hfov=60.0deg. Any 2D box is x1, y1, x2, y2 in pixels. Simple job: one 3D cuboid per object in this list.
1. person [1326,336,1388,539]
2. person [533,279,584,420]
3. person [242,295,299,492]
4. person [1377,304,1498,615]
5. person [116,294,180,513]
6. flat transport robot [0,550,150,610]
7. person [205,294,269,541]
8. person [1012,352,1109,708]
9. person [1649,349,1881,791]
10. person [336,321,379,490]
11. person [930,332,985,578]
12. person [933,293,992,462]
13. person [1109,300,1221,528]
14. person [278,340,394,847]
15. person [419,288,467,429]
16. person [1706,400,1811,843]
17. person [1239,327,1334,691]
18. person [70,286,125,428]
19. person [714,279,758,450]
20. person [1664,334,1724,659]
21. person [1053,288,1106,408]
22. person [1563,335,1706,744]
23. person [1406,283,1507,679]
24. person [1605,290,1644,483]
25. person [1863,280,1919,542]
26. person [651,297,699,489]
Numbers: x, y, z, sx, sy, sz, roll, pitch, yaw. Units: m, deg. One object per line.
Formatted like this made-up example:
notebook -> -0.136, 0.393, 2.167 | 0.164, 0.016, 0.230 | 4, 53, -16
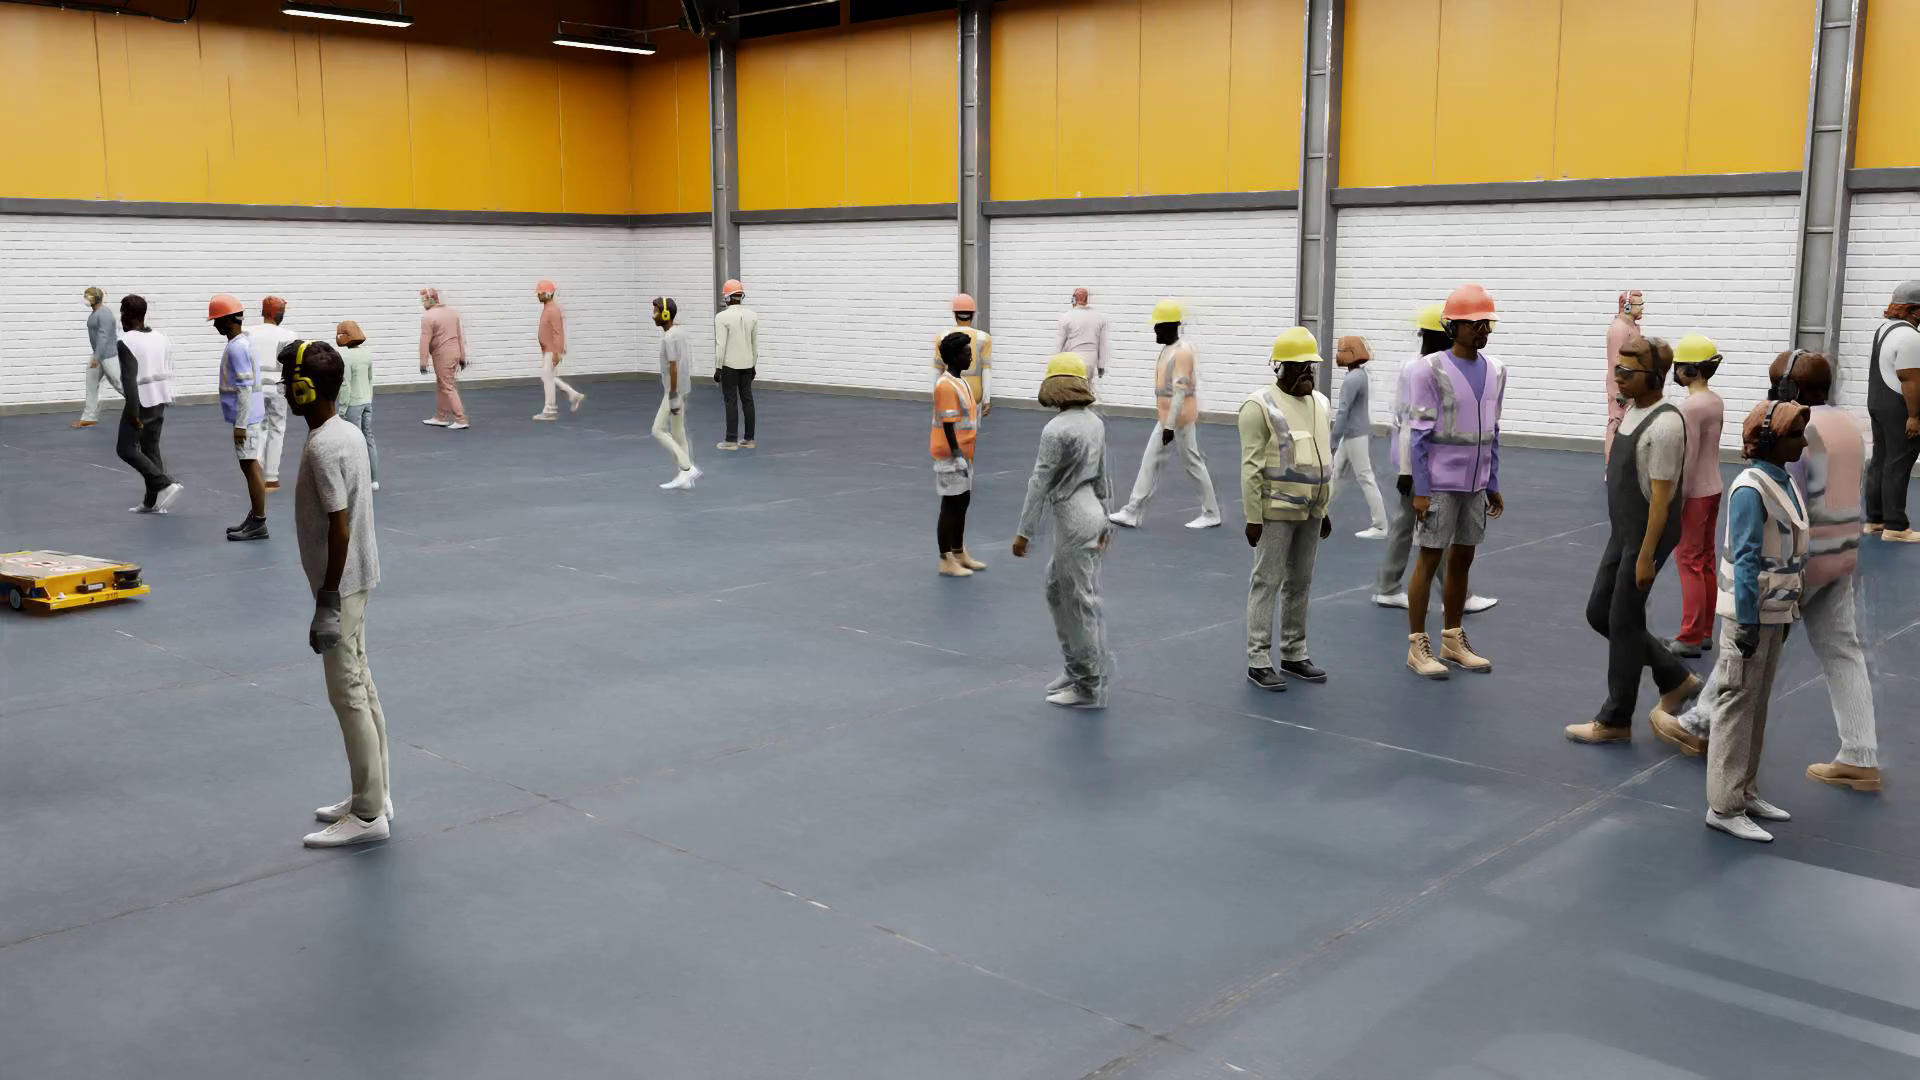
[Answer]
person -> 3.016, -0.810, 13.130 | 0.839, 1.582, 0.524 | 3, 10, 20
person -> -5.705, -2.680, 23.459 | 0.675, 1.978, 0.622 | -5, 10, -26
person -> -6.574, -1.391, 15.857 | 0.614, 1.870, 0.411 | -1, 9, -4
person -> 2.957, -0.484, 10.188 | 0.779, 1.899, 0.615 | 3, 10, 20
person -> -7.014, -1.157, 14.328 | 0.477, 1.903, 0.596 | 2, 9, 10
flat transport robot -> -5.962, 0.244, 10.731 | 1.431, 0.197, 0.652 | 6, 11, 31
person -> -5.644, -0.954, 13.010 | 0.385, 1.927, 0.545 | -3, 10, -20
person -> 0.520, -0.046, 8.056 | 0.479, 1.710, 0.510 | 5, 10, 26
person -> 3.459, 0.104, 6.953 | 0.640, 1.785, 0.973 | -6, 11, -32
person -> -5.739, -1.261, 15.788 | 0.265, 1.631, 0.508 | 2, 9, 12
person -> -0.030, -0.590, 11.487 | 0.324, 1.696, 0.568 | 2, 10, 14
person -> 0.027, -1.402, 15.878 | 0.557, 1.896, 0.996 | 0, 9, 0
person -> 1.694, -0.998, 13.472 | 1.005, 1.862, 0.594 | -2, 9, -13
person -> -2.306, 0.198, 6.135 | 0.315, 1.865, 0.526 | -2, 9, -11
person -> -6.901, -2.385, 21.981 | 0.810, 1.862, 0.672 | 3, 10, 17
person -> 3.000, 0.292, 6.251 | 0.307, 1.640, 0.520 | 7, 12, 38
person -> 1.675, -0.161, 8.435 | 0.600, 1.831, 0.404 | -7, 12, -36
person -> -11.441, -2.457, 22.346 | 0.631, 1.903, 0.984 | 9, 13, 42
person -> -2.640, -2.057, 19.566 | 0.381, 1.994, 0.622 | 8, 12, 42
person -> 3.991, -0.238, 9.113 | 0.330, 1.767, 0.528 | 8, 12, 41
person -> 1.443, -2.209, 20.835 | 0.654, 1.877, 0.797 | -5, 11, -29
person -> 3.020, 0.013, 7.354 | 0.542, 1.834, 0.541 | 1, 9, 5
person -> 2.601, -0.303, 8.658 | 0.607, 2.045, 0.390 | -5, 10, -26
person -> 6.593, -1.507, 16.466 | 0.409, 1.909, 0.640 | 4, 10, 25
person -> 7.415, -1.015, 13.036 | 0.538, 2.000, 0.682 | 1, 9, 8
person -> -2.765, -1.393, 15.944 | 0.391, 1.855, 0.532 | 1, 9, 4
